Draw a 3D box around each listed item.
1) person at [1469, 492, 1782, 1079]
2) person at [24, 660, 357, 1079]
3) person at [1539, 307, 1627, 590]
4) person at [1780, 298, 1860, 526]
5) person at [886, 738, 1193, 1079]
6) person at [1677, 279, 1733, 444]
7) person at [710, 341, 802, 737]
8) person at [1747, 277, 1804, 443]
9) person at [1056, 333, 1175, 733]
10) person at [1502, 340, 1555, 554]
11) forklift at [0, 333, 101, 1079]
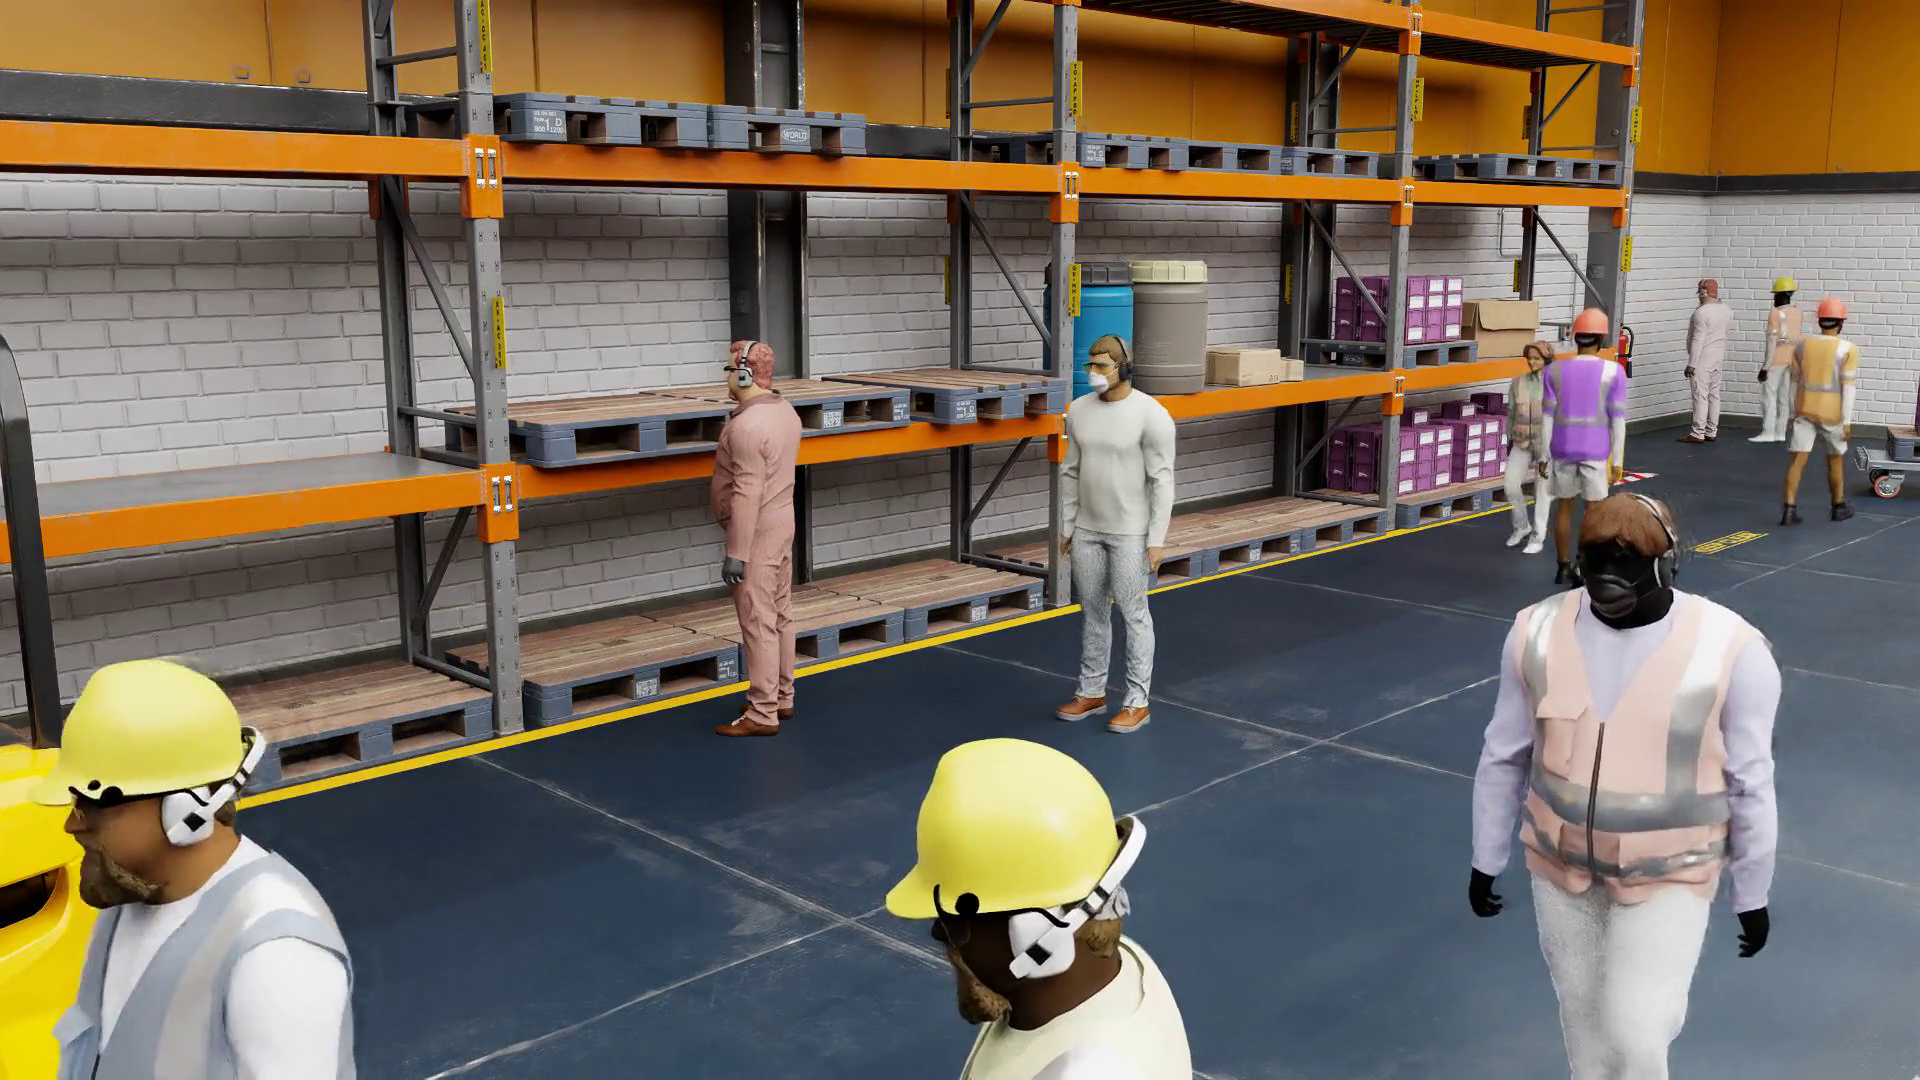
[{"bbox_3d":[1.491,0.798,3.889,0.664,1.817,0.705,9,14,42],"label":"person"},{"bbox_3d":[-1.067,1.045,2.582,0.588,1.809,0.795,8,13,39],"label":"person"},{"bbox_3d":[4.208,-0.603,11.301,0.546,1.946,0.569,6,12,31],"label":"person"},{"bbox_3d":[7.204,-1.064,13.871,0.900,1.891,0.566,-9,13,-39],"label":"person"},{"bbox_3d":[0.105,1.128,2.088,0.403,1.822,0.594,1,10,5],"label":"person"},{"bbox_3d":[8.633,-2.069,19.311,0.639,1.902,0.407,-8,13,-36],"label":"person"},{"bbox_3d":[-0.999,-0.003,8.039,0.405,1.911,0.659,2,11,12],"label":"person"},{"bbox_3d":[9.494,-2.078,19.299,0.627,1.925,0.375,-7,12,-33],"label":"person"},{"bbox_3d":[0.745,-0.034,8.108,0.635,1.937,0.352,9,14,42],"label":"person"},{"bbox_3d":[4.344,-0.693,12.572,0.517,1.626,0.369,10,14,43],"label":"person"},{"bbox_3d":[-3.289,0.485,4.582,1.214,2.155,2.313,-10,14,-44],"label":"forklift"}]
